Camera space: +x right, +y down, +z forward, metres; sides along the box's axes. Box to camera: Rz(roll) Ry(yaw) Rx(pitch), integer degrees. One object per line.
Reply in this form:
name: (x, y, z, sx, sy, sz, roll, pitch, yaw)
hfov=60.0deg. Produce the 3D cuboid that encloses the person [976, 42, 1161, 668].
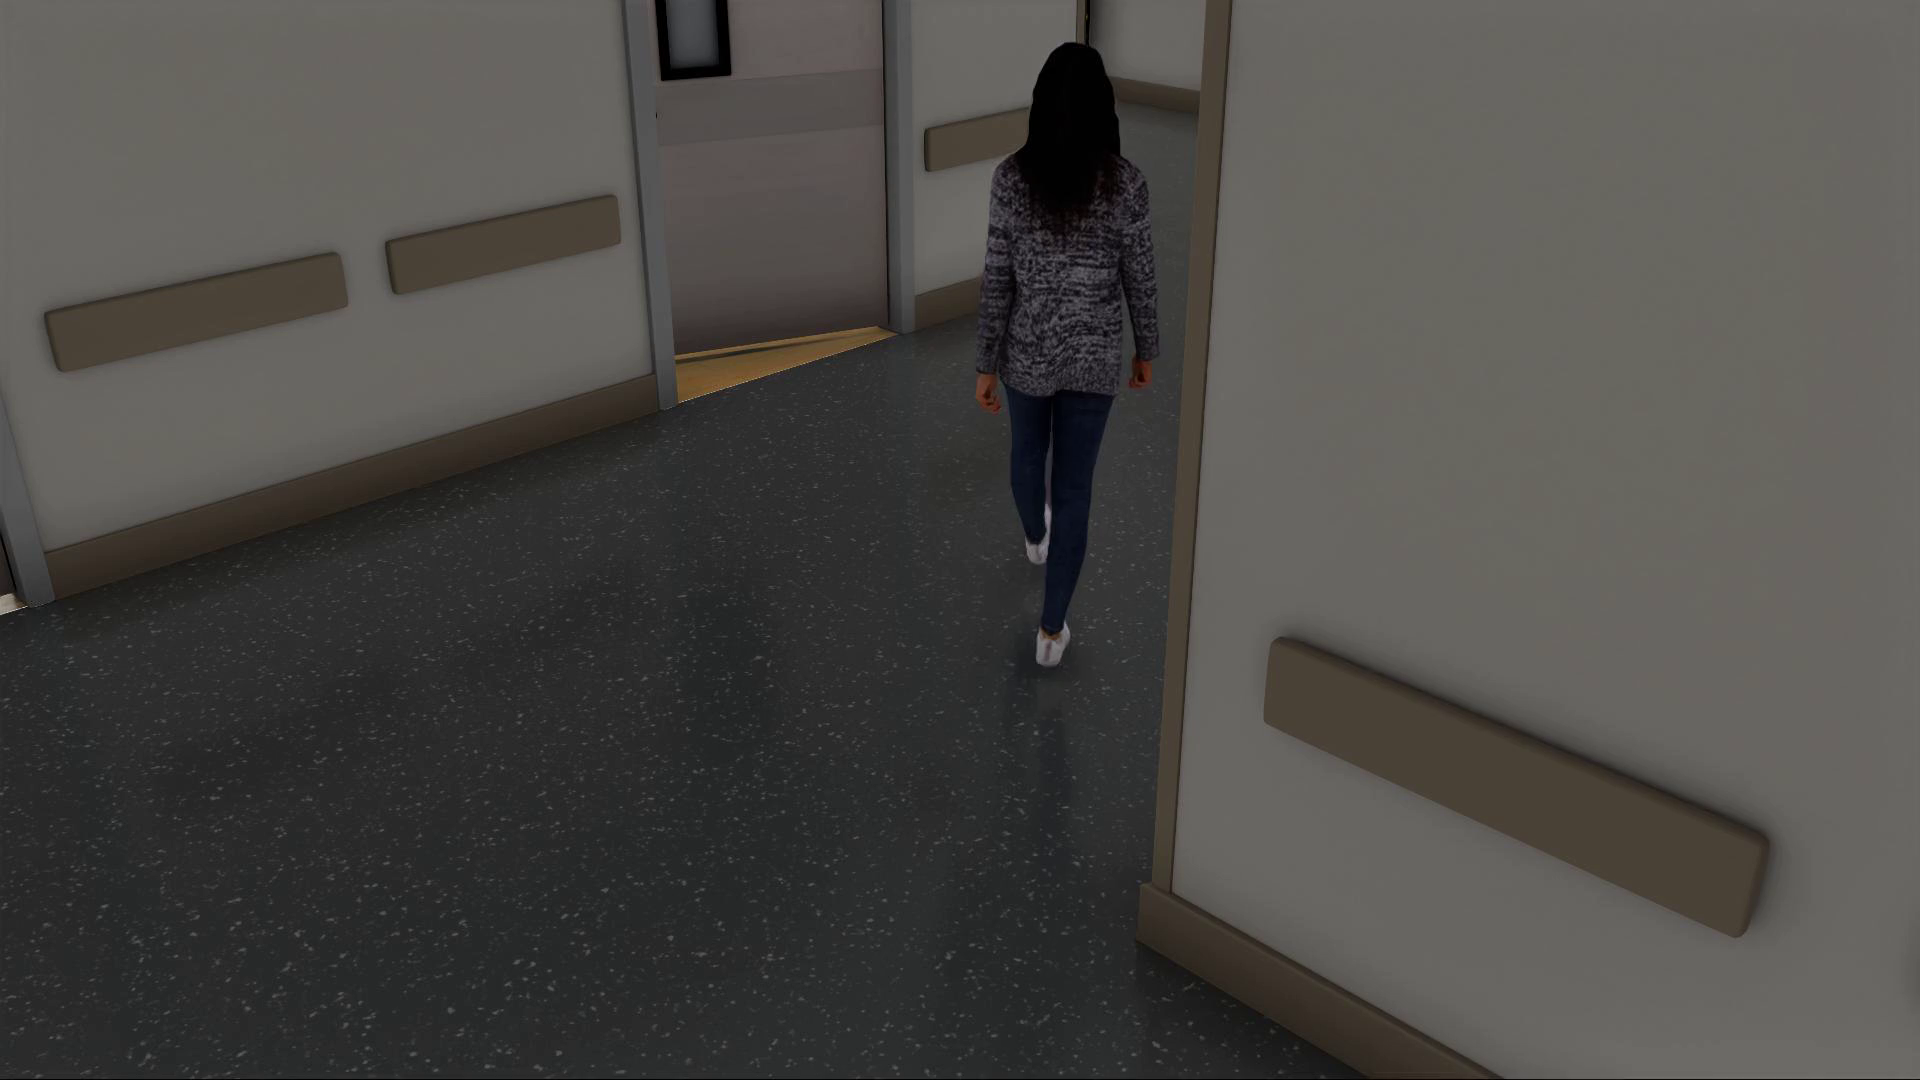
person: (0.267, -0.455, 4.616, 1.041, 1.695, 1.188, 4, 26, 9)
